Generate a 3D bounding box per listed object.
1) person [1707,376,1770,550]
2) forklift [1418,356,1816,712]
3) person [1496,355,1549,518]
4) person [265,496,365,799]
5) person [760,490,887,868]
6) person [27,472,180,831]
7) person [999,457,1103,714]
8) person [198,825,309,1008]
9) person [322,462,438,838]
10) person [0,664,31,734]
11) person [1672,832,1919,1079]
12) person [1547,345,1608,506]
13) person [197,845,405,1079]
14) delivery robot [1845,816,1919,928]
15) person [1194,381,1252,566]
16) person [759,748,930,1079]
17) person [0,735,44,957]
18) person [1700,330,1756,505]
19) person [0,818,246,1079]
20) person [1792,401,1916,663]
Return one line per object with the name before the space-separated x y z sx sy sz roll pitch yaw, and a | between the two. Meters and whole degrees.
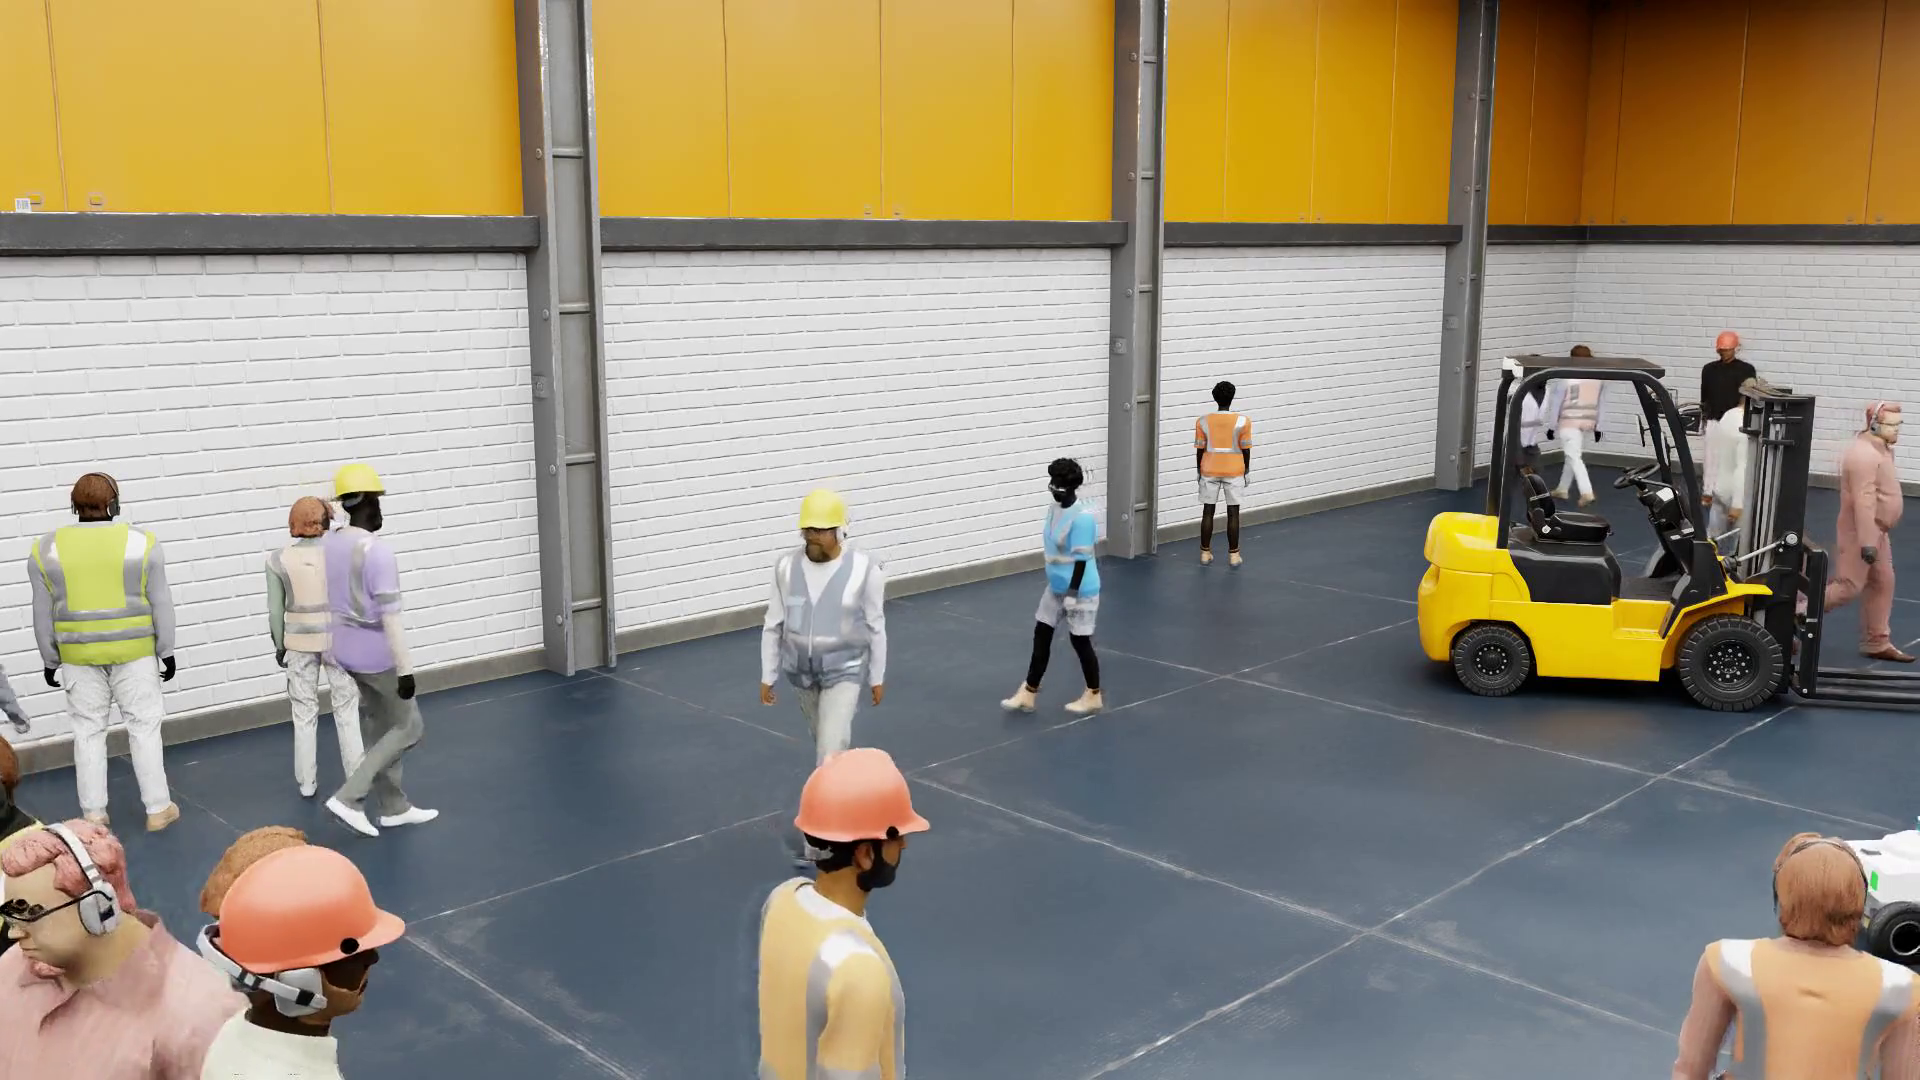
person | 6.111 -0.365 13.304 0.896 1.912 0.639 1 10 4
forklift | 4.276 -0.101 11.076 2.313 2.155 1.214 2 11 13
person | 5.562 -0.895 16.339 0.603 1.847 0.927 -7 12 -33
person | -3.417 0.577 8.896 0.514 1.639 0.311 -2 11 -8
person | -0.672 0.625 8.256 0.601 1.790 0.949 3 11 17
person | -4.277 0.573 8.364 0.633 1.841 0.429 -3 11 -18
person | 0.585 0.303 10.325 0.745 1.651 0.590 -4 11 -21
person | -1.775 1.482 4.118 0.830 1.577 0.489 -5 12 -26
person | -2.919 0.560 8.276 0.565 1.903 0.610 -10 14 -44
person | -4.498 0.842 7.575 0.862 1.584 0.500 -3 11 -14
person | 2.020 1.483 4.068 0.533 1.588 0.853 4 11 18
person | 6.931 -1.289 18.683 0.631 1.805 0.971 -3 11 -17
person | -1.245 1.497 3.029 0.982 1.956 0.622 -6 12 -31
delivery robot | 4.094 1.411 7.048 0.707 0.478 0.477 -1 10 -5
person | 2.400 -0.605 15.201 0.532 1.694 0.320 4 11 20
person | -0.265 1.395 3.804 1.011 1.886 0.539 -6 12 -32
person | -2.443 1.331 4.349 0.626 1.808 0.936 9 13 39
person | 8.646 -1.381 18.700 0.756 1.968 0.603 -10 15 -44
person | -1.815 1.485 3.379 0.645 1.843 1.016 6 12 29
person | 6.306 -0.059 11.744 0.840 1.874 0.660 7 13 35
